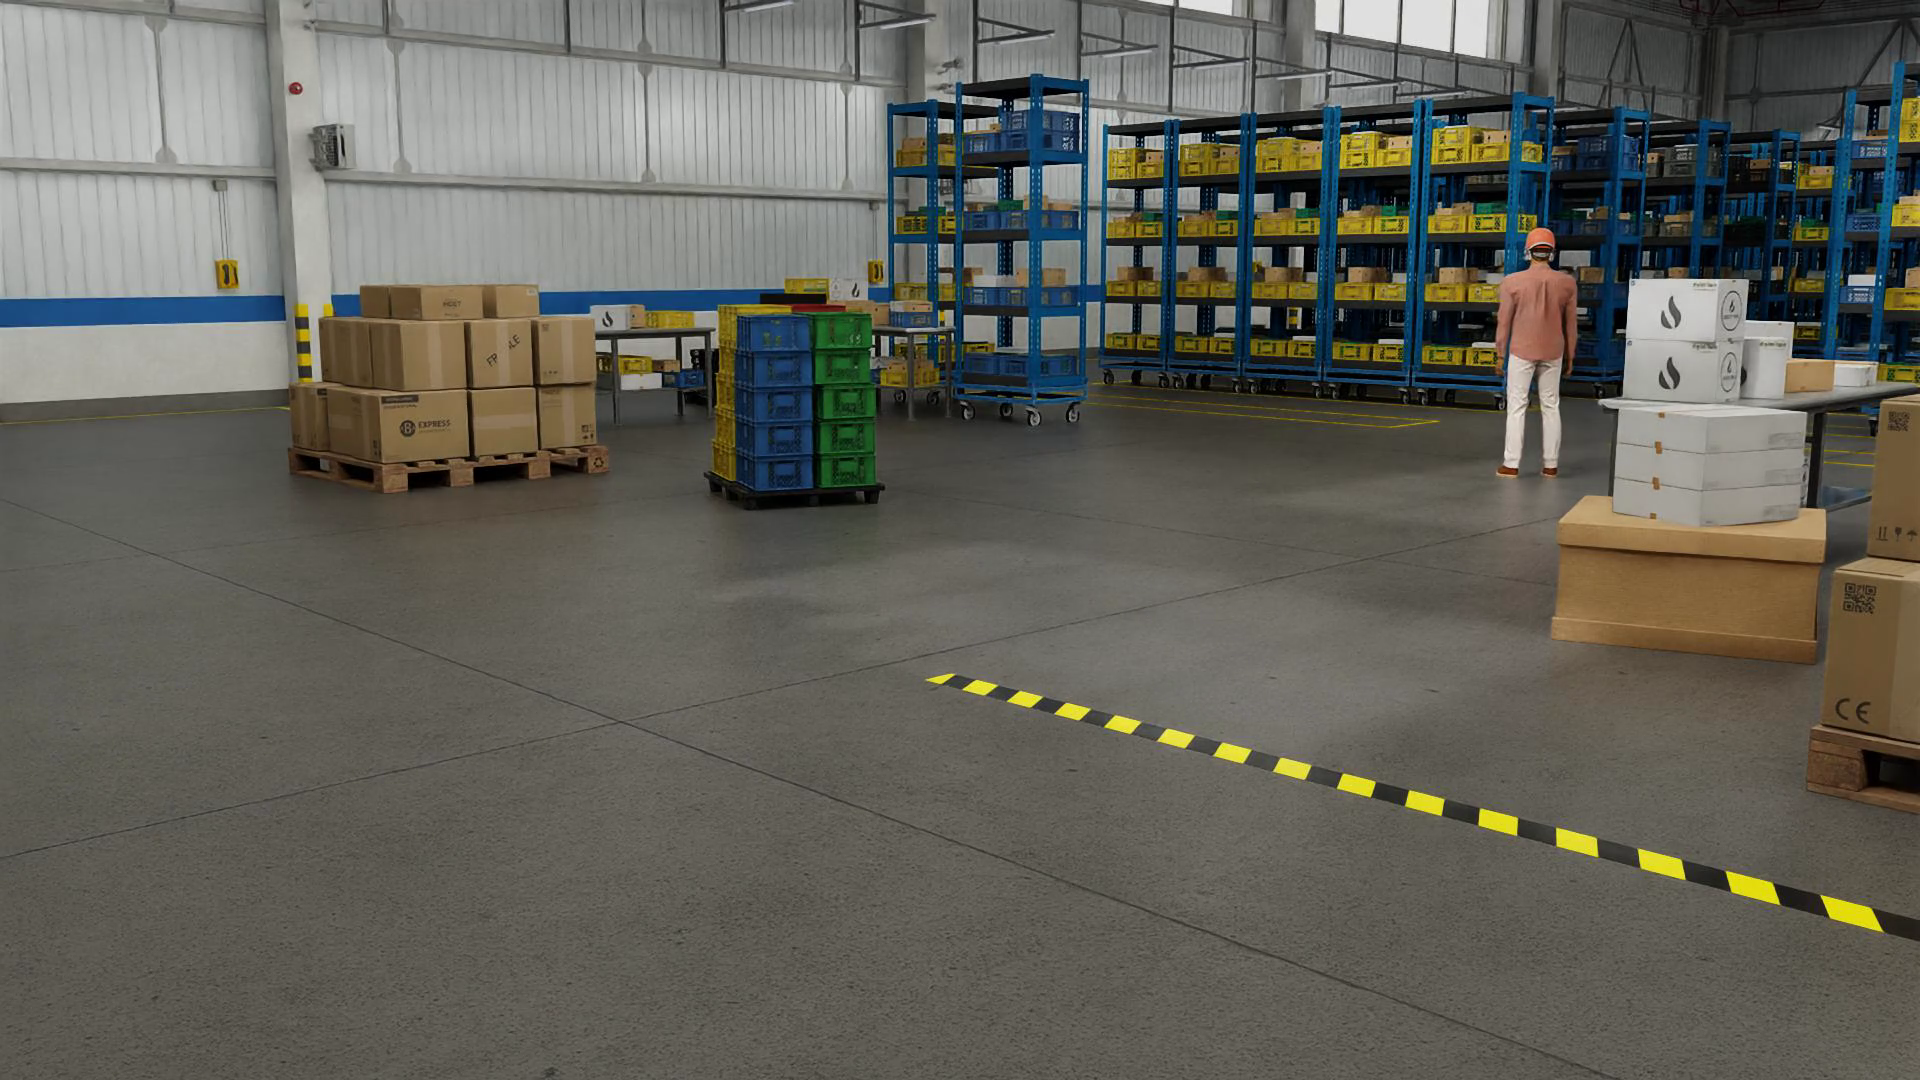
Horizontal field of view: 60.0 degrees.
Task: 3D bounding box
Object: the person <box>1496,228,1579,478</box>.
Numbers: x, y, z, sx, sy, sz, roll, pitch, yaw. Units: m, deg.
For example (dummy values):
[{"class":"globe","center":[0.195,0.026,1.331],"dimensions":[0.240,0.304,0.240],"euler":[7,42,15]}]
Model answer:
[{"class":"person","center":[4.573,-1.475,13.207],"dimensions":[0.637,1.981,0.430],"euler":[0,9,0]}]
